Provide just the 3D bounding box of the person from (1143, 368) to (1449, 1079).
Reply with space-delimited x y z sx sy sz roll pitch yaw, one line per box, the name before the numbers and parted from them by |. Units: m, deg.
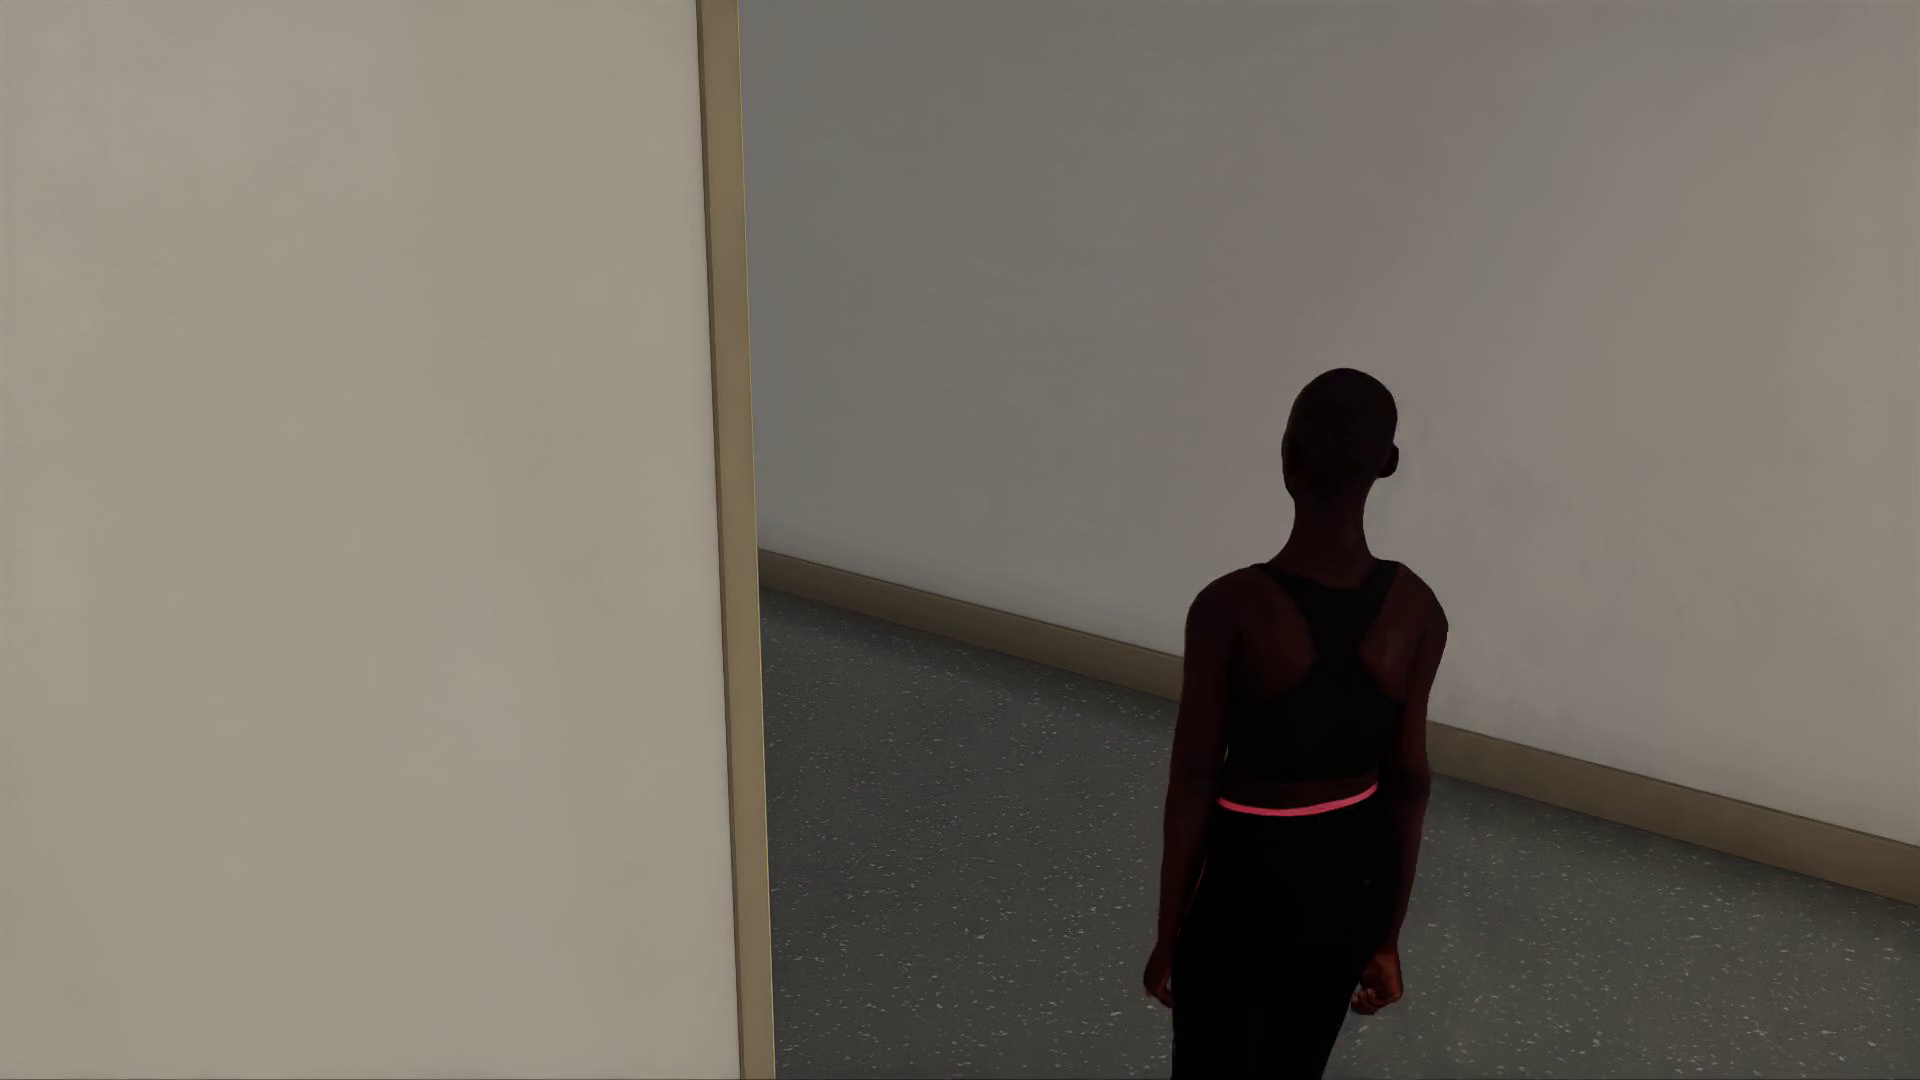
person | 0.530 0.631 2.533 0.979 1.736 0.973 -4 16 -13
